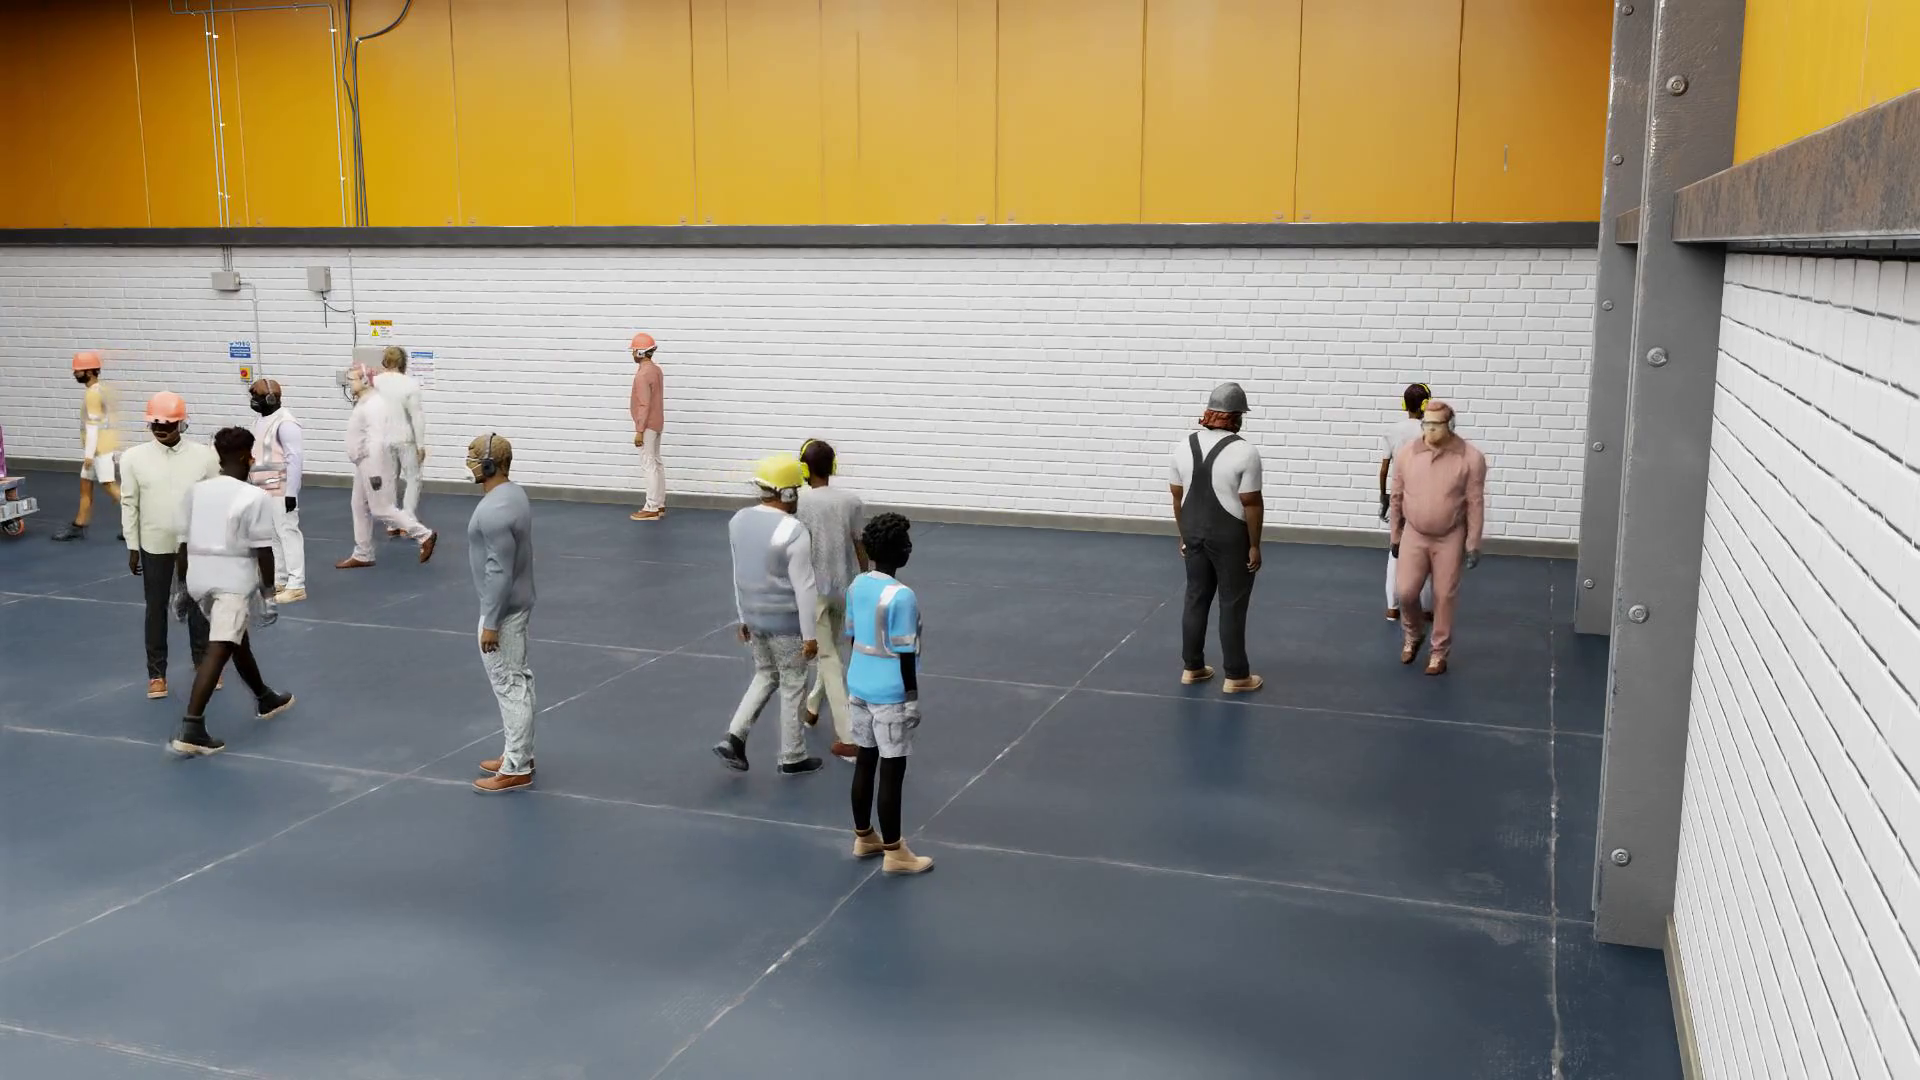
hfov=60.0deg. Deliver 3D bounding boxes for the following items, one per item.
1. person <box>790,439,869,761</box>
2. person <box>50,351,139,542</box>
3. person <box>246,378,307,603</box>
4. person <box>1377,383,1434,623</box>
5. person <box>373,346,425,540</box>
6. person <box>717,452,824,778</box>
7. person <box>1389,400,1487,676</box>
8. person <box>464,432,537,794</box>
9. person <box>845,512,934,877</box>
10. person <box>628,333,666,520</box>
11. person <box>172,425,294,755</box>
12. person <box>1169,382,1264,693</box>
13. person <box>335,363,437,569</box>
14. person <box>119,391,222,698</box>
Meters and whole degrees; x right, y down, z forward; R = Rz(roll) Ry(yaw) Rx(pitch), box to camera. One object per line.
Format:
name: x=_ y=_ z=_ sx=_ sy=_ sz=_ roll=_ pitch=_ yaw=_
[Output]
person: x=-0.818 y=0.319 z=9.683 sx=0.508 sy=1.805 sz=0.980 roll=-6 pitch=12 yaw=-32
person: x=-8.532 y=-0.916 z=16.415 sx=0.902 sy=1.897 sz=0.561 roll=-4 pitch=11 yaw=-22
person: x=-5.637 y=-0.406 z=13.666 sx=0.633 sy=1.841 sz=0.429 roll=9 pitch=13 yaw=41
person: x=3.510 y=-0.286 z=12.936 sx=0.519 sy=1.865 sz=0.335 roll=6 pitch=12 yaw=30
person: x=-5.591 y=-0.952 z=16.533 sx=0.648 sy=1.934 sz=0.426 roll=3 pitch=10 yaw=14
person: x=-1.013 y=0.429 z=9.045 sx=0.606 sy=1.815 sz=0.514 roll=9 pitch=14 yaw=42
person: x=3.232 y=-0.013 z=11.341 sx=0.649 sy=1.893 sz=0.416 roll=5 pitch=11 yaw=26
person: x=-2.464 y=0.386 z=8.932 sx=0.369 sy=1.939 sz=0.631 roll=-1 pitch=10 yaw=-8
person: x=-0.350 y=0.712 z=7.778 sx=0.322 sy=1.697 sz=0.529 roll=-6 pitch=12 yaw=-31
person: x=-3.342 y=-1.209 z=17.758 sx=0.381 sy=1.994 sz=0.622 roll=1 pitch=10 yaw=6
person: x=-4.358 y=0.270 z=9.851 sx=0.626 sy=1.866 sz=1.181 roll=3 pitch=10 yaw=16
person: x=1.747 y=-0.031 z=10.992 sx=0.535 sy=2.000 sz=0.684 roll=-10 pitch=14 yaw=-43
person: x=-5.243 y=-0.671 z=15.060 sx=0.813 sy=1.882 sz=0.652 roll=-5 pitch=11 yaw=-26
person: x=-5.102 y=0.024 z=10.826 sx=0.612 sy=1.990 sz=0.392 roll=-6 pitch=12 yaw=-31
